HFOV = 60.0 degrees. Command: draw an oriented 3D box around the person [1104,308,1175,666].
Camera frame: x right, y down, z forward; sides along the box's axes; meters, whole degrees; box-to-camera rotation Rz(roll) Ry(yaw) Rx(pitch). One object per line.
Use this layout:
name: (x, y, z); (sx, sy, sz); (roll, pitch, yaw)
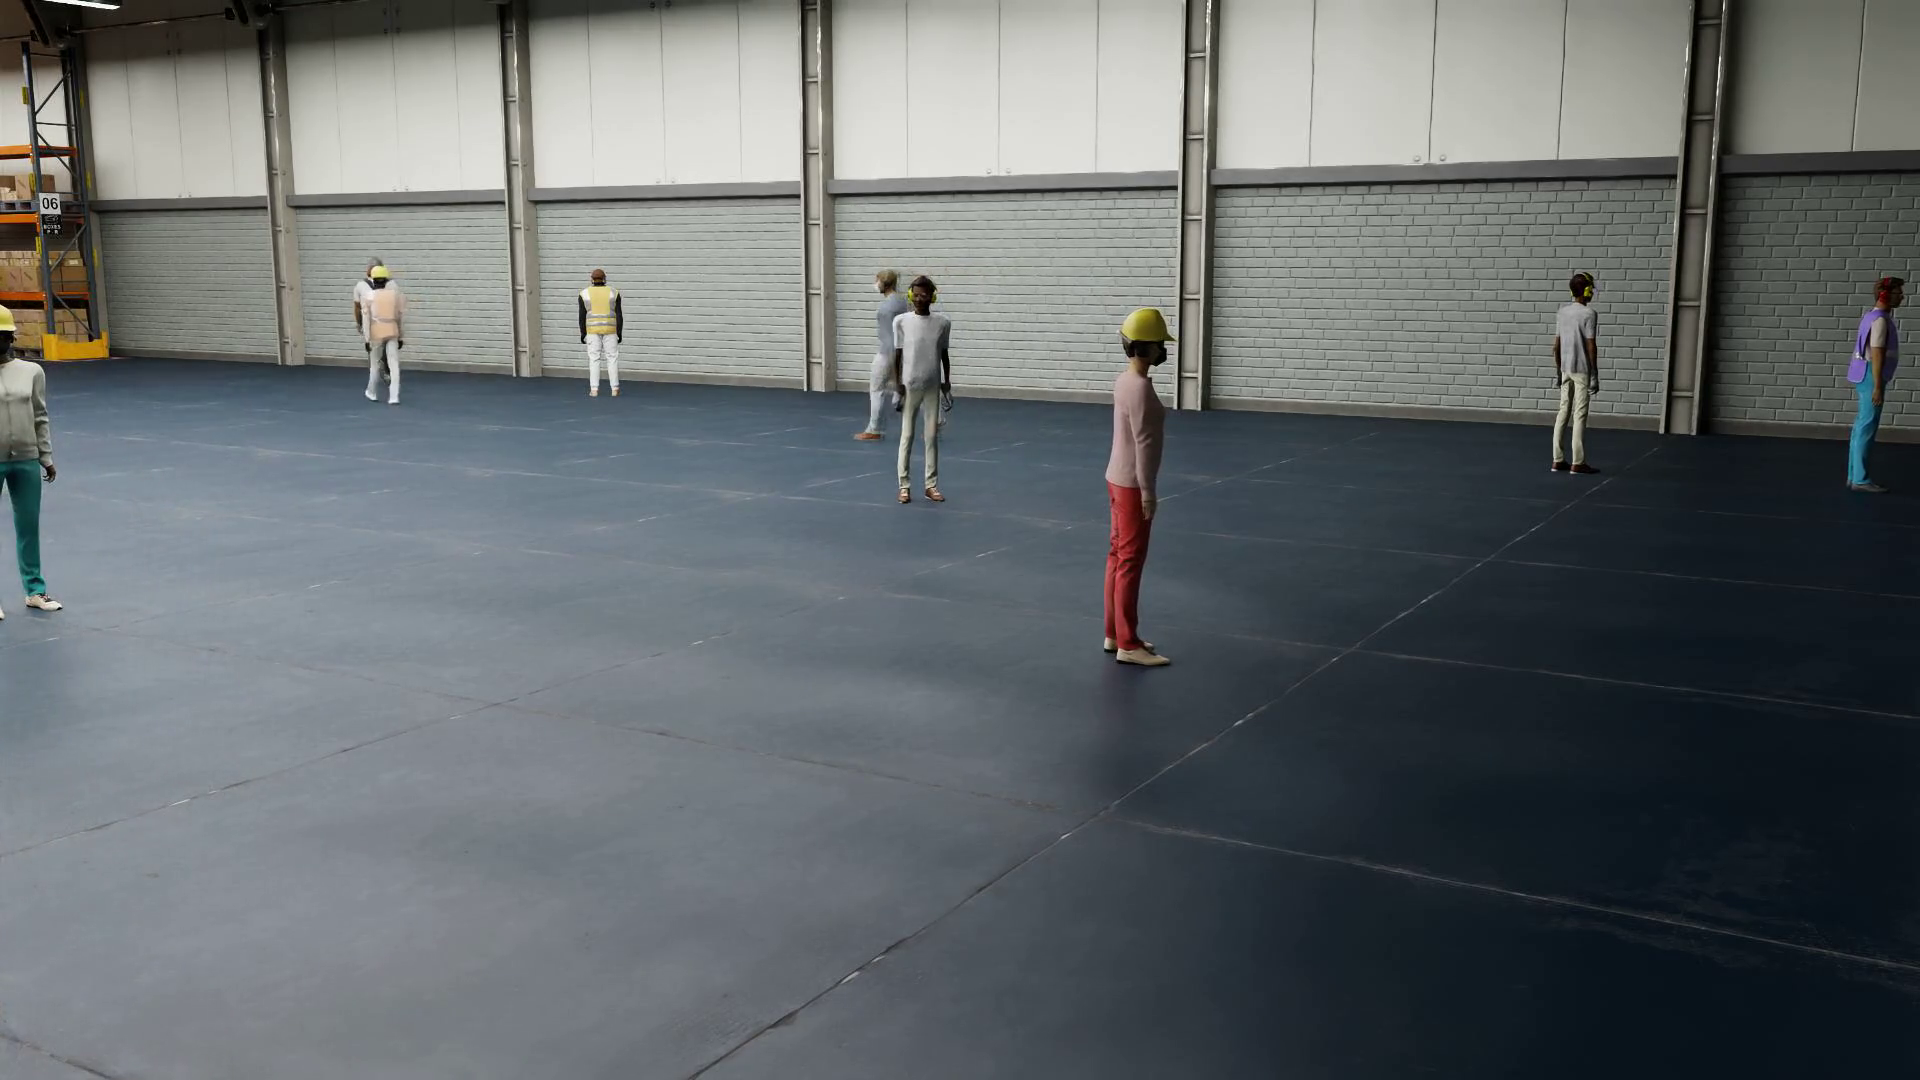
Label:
person: (0.893, -0.266, 8.301); (0.327, 1.769, 0.525); (-1, 10, -5)

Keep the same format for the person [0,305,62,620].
person: (-5.357, -0.444, 9.342); (0.310, 1.769, 0.525); (7, 12, 34)

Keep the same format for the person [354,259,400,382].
person: (-9.400, -3.574, 26.867); (0.696, 2.000, 1.012); (-3, 10, -19)

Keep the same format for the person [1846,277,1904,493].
person: (7.860, -1.337, 14.332); (0.394, 1.846, 0.564); (4, 11, 23)

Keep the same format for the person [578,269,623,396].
person: (-5.193, -2.995, 24.078); (0.621, 1.838, 0.429); (-2, 10, -14)

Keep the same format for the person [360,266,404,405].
person: (-7.936, -2.804, 22.828); (0.606, 1.868, 1.004); (-7, 12, -36)

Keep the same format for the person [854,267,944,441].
person: (-0.672, -2.016, 18.162); (0.916, 1.909, 0.638); (2, 10, 14)

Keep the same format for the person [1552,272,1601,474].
person: (5.769, -1.552, 15.515); (0.328, 1.876, 0.508); (-5, 11, -25)

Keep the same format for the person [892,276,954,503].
person: (-0.304, -1.234, 13.690); (0.513, 1.863, 0.329); (-3, 10, -15)
